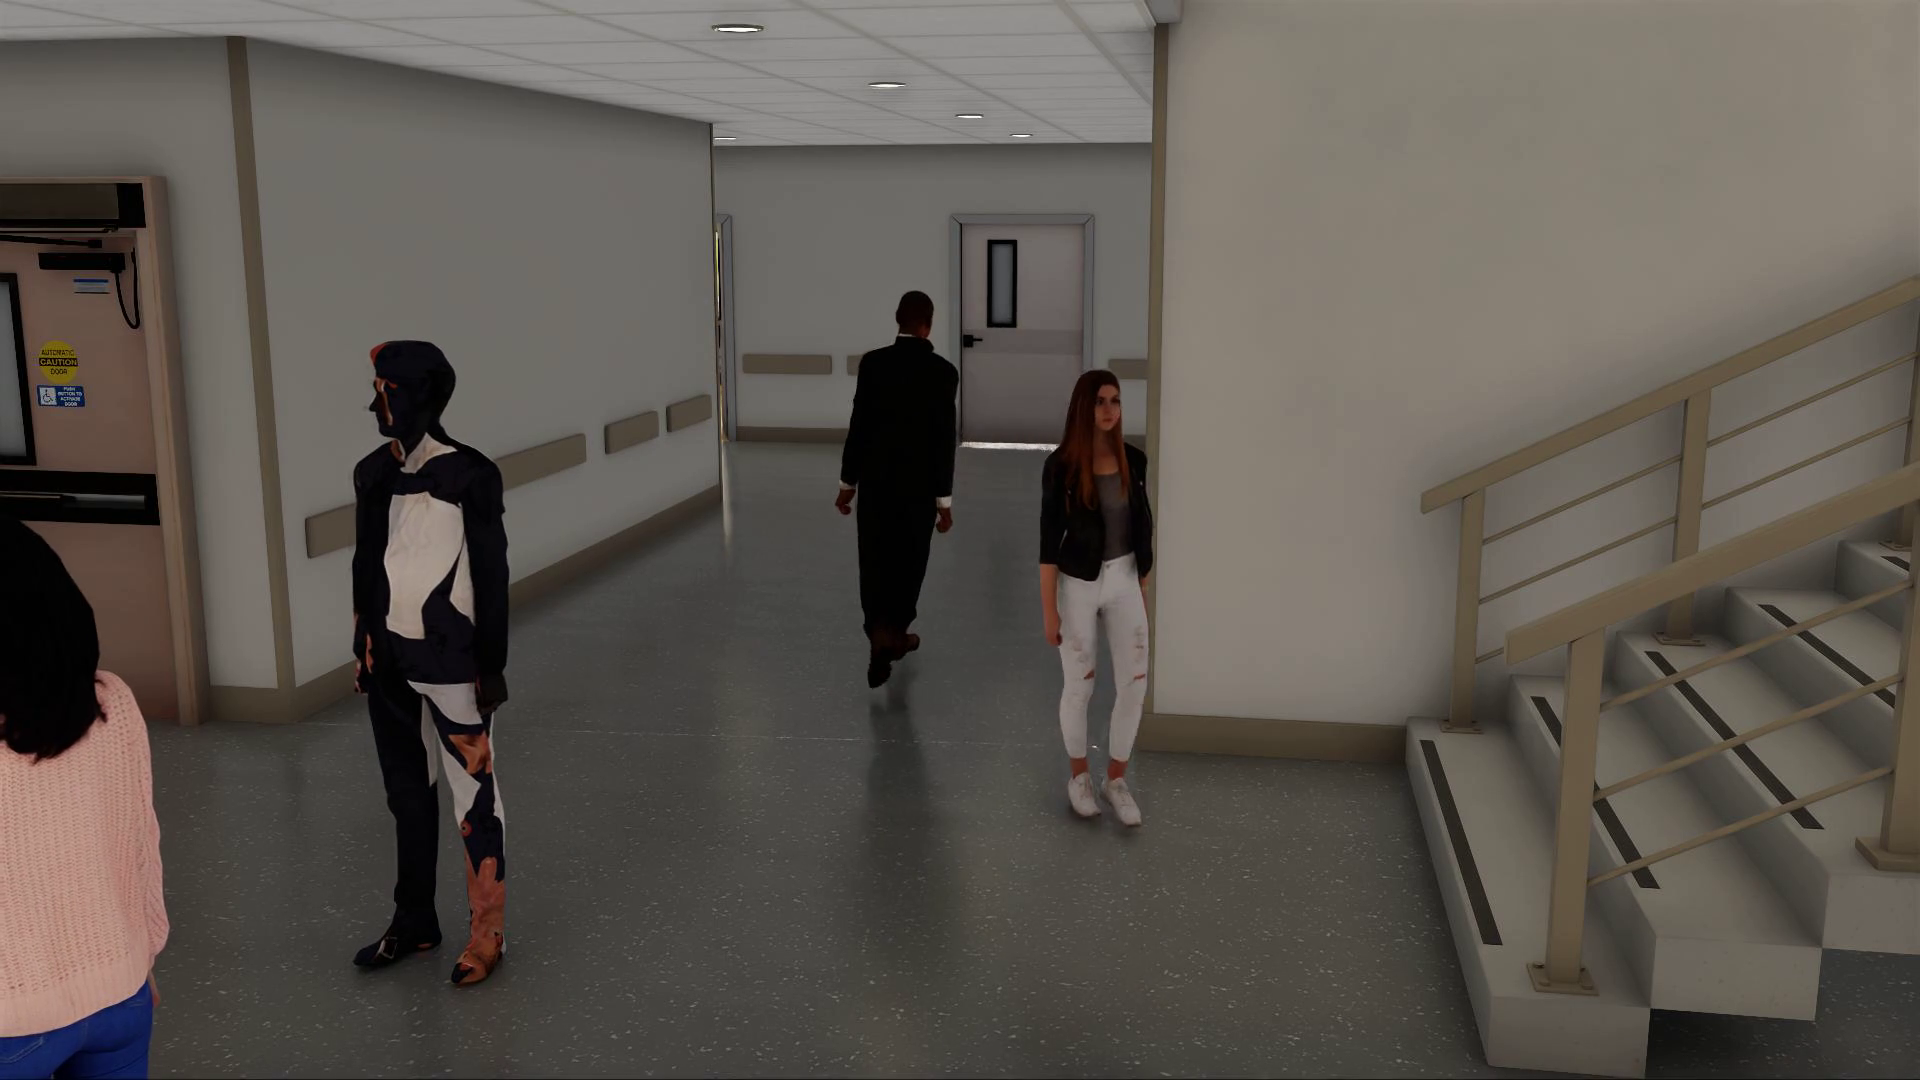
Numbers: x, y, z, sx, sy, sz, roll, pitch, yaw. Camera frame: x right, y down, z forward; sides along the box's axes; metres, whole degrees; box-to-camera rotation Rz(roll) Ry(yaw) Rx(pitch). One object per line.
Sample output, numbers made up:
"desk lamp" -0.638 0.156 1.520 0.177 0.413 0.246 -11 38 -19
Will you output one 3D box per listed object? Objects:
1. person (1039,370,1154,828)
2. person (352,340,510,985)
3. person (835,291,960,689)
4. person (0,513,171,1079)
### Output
"person" 0.483 0.203 6.250 0.727 1.689 0.800 -3 11 -15
"person" -1.558 0.352 4.920 0.611 1.892 0.793 5 12 22
"person" -0.296 -0.222 8.037 1.181 1.859 0.833 1 11 5
"person" -1.544 0.817 2.810 0.667 1.766 0.708 6 12 29
